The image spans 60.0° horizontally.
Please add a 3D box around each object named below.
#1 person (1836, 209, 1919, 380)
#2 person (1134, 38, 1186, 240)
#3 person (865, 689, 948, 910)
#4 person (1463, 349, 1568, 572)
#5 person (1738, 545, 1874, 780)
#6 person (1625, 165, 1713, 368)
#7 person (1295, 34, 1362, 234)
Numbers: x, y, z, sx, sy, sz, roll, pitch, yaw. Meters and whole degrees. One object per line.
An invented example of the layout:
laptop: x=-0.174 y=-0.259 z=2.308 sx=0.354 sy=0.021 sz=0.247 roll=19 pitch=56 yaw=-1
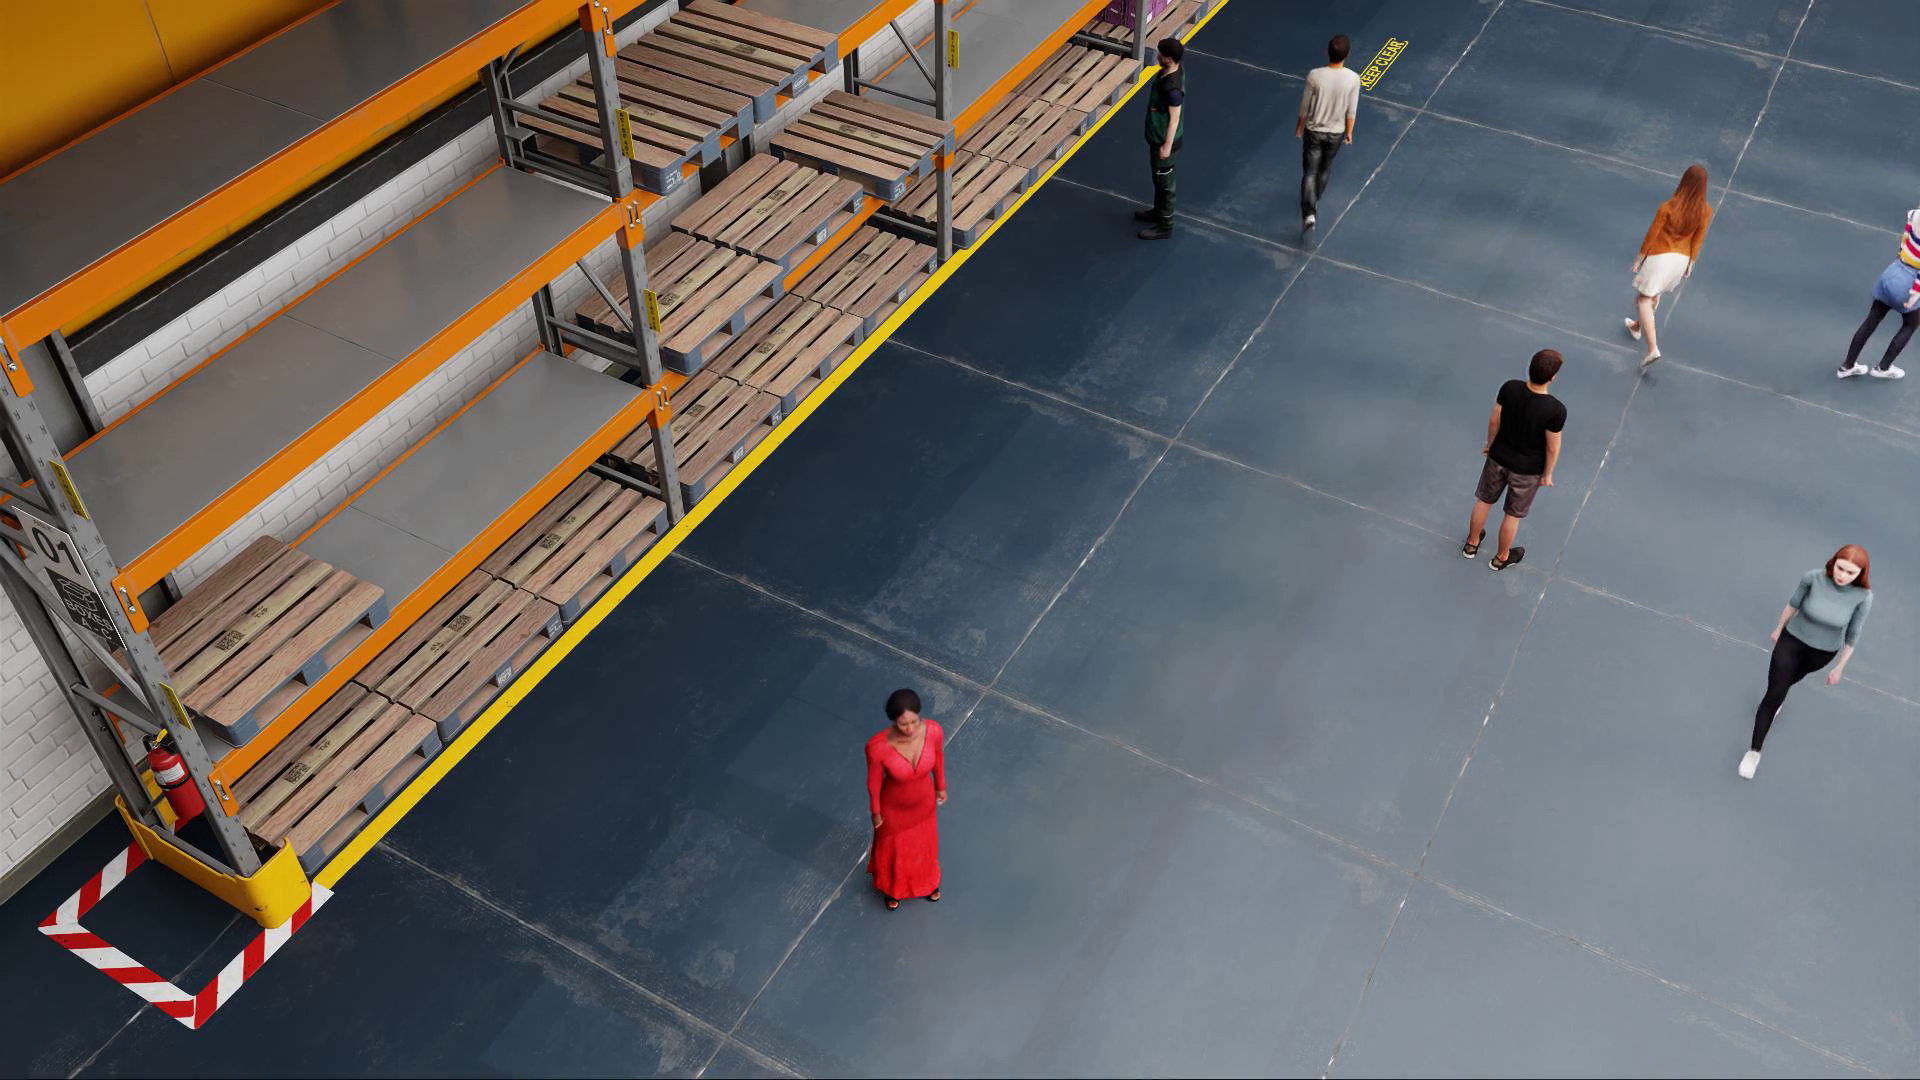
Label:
person: x=7.354 y=-2.008 z=13.118 sx=0.917 sy=1.791 sz=0.859 roll=-9 pitch=44 yaw=-10
person: x=1.817 y=-3.552 z=14.659 sx=0.826 sy=1.900 sz=0.696 roll=1 pitch=44 yaw=1
person: x=-0.303 y=1.464 z=9.479 sx=0.729 sy=1.784 sz=0.807 roll=-16 pitch=46 yaw=-16
person: x=3.852 y=-0.563 z=11.550 sx=0.730 sy=1.861 sz=0.646 roll=32 pitch=52 yaw=29
person: x=5.325 y=0.640 z=10.409 sx=0.619 sy=1.694 sz=1.140 roll=24 pitch=49 yaw=23
person: x=5.685 y=-2.179 z=13.366 sx=0.972 sy=1.696 sz=1.118 roll=-3 pitch=44 yaw=-3
person: x=3.238 y=-3.587 z=14.778 sx=0.926 sy=1.787 sz=1.184 roll=5 pitch=44 yaw=5
